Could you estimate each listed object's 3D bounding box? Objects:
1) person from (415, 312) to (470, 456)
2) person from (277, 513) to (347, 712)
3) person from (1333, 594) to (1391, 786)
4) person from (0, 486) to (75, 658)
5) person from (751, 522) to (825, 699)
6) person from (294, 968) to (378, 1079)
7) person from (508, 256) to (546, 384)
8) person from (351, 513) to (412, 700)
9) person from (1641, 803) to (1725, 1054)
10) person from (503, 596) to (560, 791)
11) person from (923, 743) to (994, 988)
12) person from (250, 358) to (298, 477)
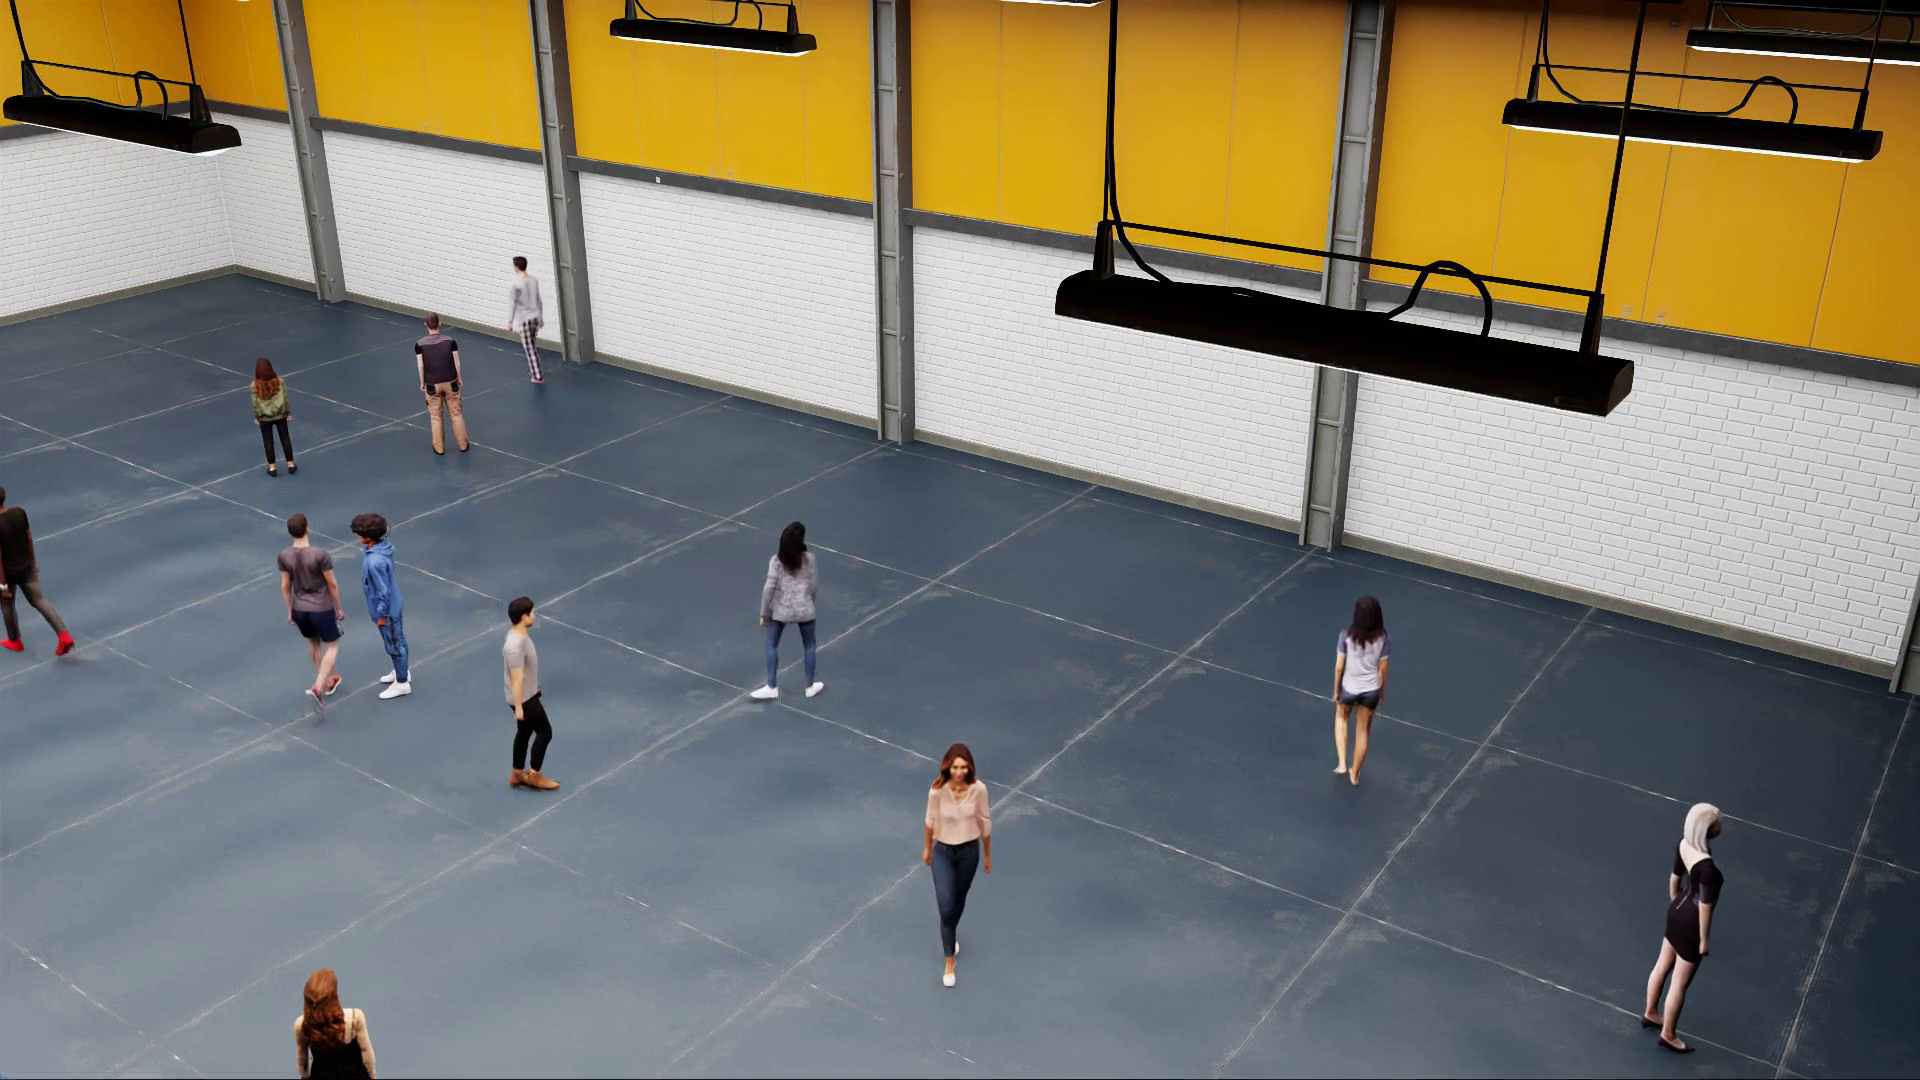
[{"bbox_3d":[-6.617,-2.004,21.189,0.777,1.841,0.791,-9,25,-19],"label":"person"},{"bbox_3d":[-5.876,0.671,15.078,1.061,1.835,1.035,0,24,1],"label":"person"},{"bbox_3d":[3.321,1.291,13.801,0.671,1.722,0.760,5,24,11],"label":"person"},{"bbox_3d":[-8.981,0.324,15.953,1.223,1.771,0.782,11,26,24],"label":"person"},{"bbox_3d":[-1.562,0.660,15.256,0.848,1.713,0.898,-9,25,-20],"label":"person"},{"bbox_3d":[-3.582,3.198,9.587,0.924,1.604,1.006,-5,24,-11],"label":"person"},{"bbox_3d":[-6.108,-3.122,23.758,0.719,1.834,0.619,15,28,30],"label":"person"},{"bbox_3d":[-5.289,0.579,15.329,0.815,1.803,0.746,-5,24,-12],"label":"person"},{"bbox_3d":[4.746,2.516,10.865,0.687,1.830,0.644,-2,24,-5],"label":"person"},{"bbox_3d":[-3.713,1.298,13.820,0.838,1.695,0.778,-2,24,-5],"label":"person"},{"bbox_3d":[-0.036,2.170,11.736,0.976,1.765,1.019,-3,24,-6],"label":"person"},{"bbox_3d":[-8.498,-1.528,20.564,0.656,1.472,0.641,-12,27,-26],"label":"person"}]
